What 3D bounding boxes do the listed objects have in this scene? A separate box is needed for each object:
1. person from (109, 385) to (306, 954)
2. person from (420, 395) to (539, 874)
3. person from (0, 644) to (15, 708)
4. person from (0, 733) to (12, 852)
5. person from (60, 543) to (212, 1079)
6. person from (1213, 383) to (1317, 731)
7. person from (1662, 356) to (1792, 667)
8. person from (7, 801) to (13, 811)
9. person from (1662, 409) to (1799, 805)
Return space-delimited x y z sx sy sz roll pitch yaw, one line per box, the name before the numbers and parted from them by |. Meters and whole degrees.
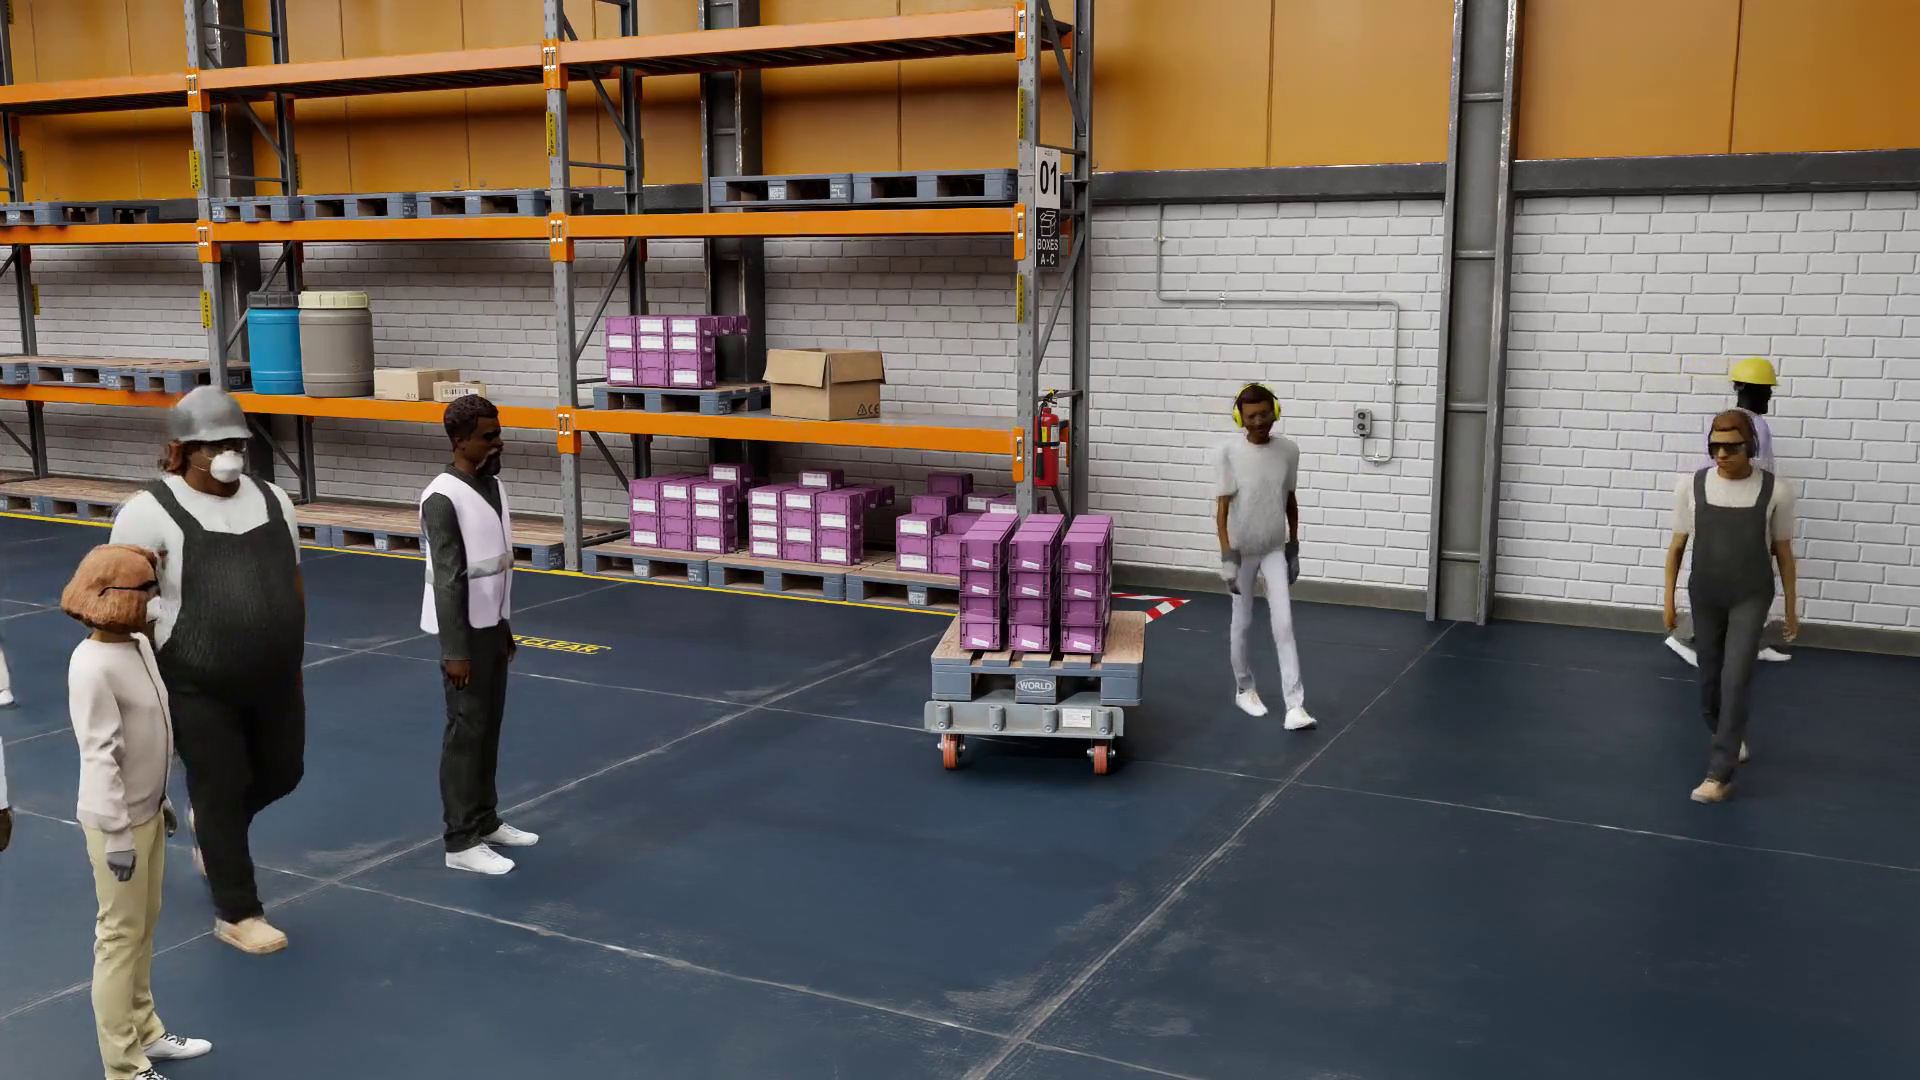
person | -2.683 0.428 6.008 0.743 2.000 0.691 7 11 35
person | -1.969 0.371 6.732 0.379 1.917 0.597 1 9 3
person | -5.620 0.151 9.113 0.874 1.591 0.527 3 10 18
person | -2.997 0.745 4.637 0.603 1.851 0.813 -8 12 -42
person | -2.419 0.817 4.864 0.289 1.633 0.499 -2 9 -13
person | 1.598 0.096 8.724 0.528 1.817 0.925 -2 9 -10
person | 4.724 -0.159 10.116 0.714 1.933 0.598 1 9 8
person | -4.659 0.332 7.399 0.915 1.788 0.607 3 10 16
person | 3.612 0.269 7.786 0.569 1.801 0.902 6 11 33
